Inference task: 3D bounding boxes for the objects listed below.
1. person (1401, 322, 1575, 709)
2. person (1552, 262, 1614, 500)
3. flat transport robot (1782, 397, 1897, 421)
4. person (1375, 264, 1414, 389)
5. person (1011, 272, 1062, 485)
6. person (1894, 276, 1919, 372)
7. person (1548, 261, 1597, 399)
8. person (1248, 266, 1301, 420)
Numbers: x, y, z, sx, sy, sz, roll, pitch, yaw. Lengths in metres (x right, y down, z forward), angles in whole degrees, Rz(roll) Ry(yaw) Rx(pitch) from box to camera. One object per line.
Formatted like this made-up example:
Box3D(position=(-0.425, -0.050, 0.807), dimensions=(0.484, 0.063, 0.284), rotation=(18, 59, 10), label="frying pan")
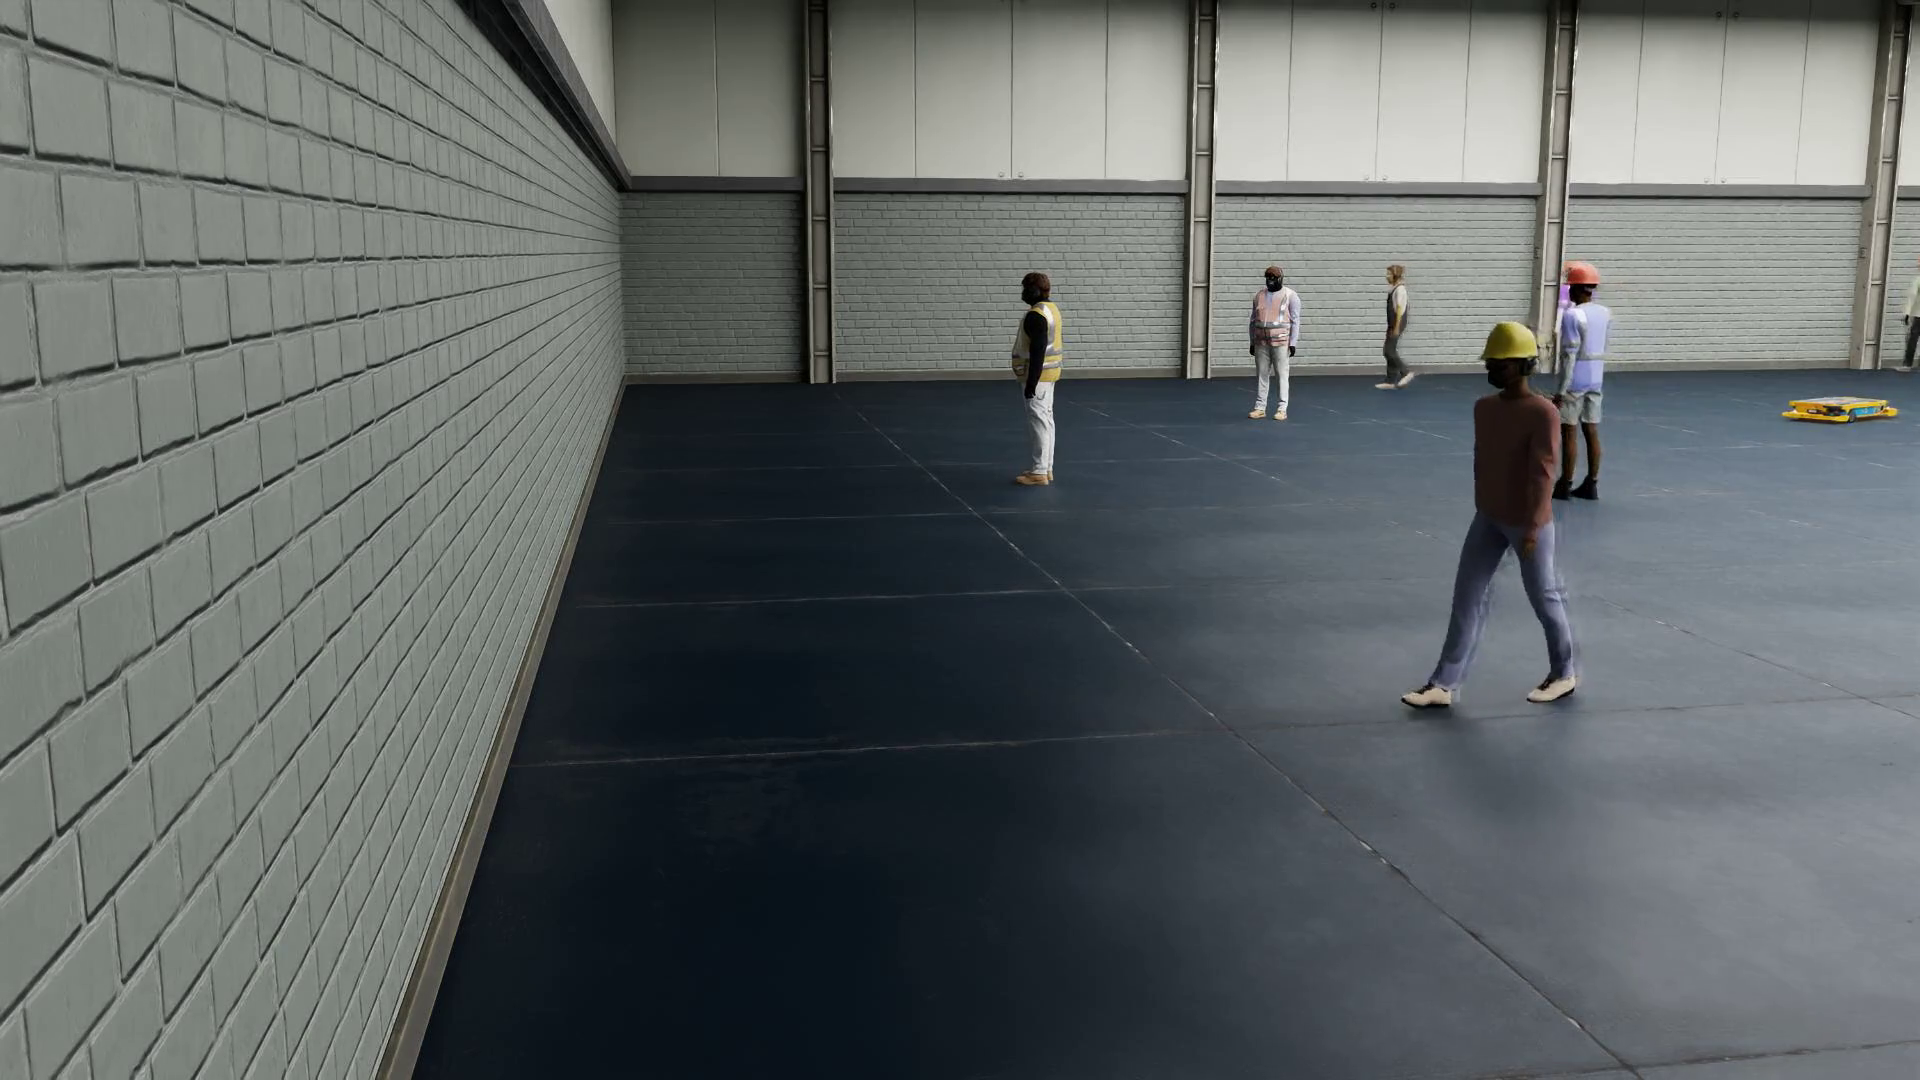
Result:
Box3D(position=(2.416, -0.097, 7.322), dimensions=(0.904, 1.714, 0.540), rotation=(-5, 11, -25), label="person")
Box3D(position=(5.023, -1.279, 13.517), dimensions=(0.549, 1.937, 0.367), rotation=(-6, 11, -31), label="person")
Box3D(position=(10.620, -1.586, 20.065), dimensions=(1.431, 0.197, 0.652), rotation=(-7, 12, -34), label="flat transport robot")
Box3D(position=(6.350, -3.102, 24.288), dimensions=(0.431, 1.835, 0.547), rotation=(1, 10, 5), label="person")
Box3D(position=(0.664, -1.402, 14.492), dimensions=(0.429, 1.840, 0.637), rotation=(3, 10, 15), label="person")
Box3D(position=(16.065, -3.739, 27.646), dimensions=(0.731, 1.957, 0.375), rotation=(6, 11, 29), label="person")
Box3D(position=(8.407, -2.850, 22.714), dimensions=(0.667, 1.887, 0.387), rotation=(-4, 11, -21), label="person")
Box3D(position=(3.769, -2.372, 20.076), dimensions=(0.635, 1.840, 0.429), rotation=(7, 12, 37), label="person")
